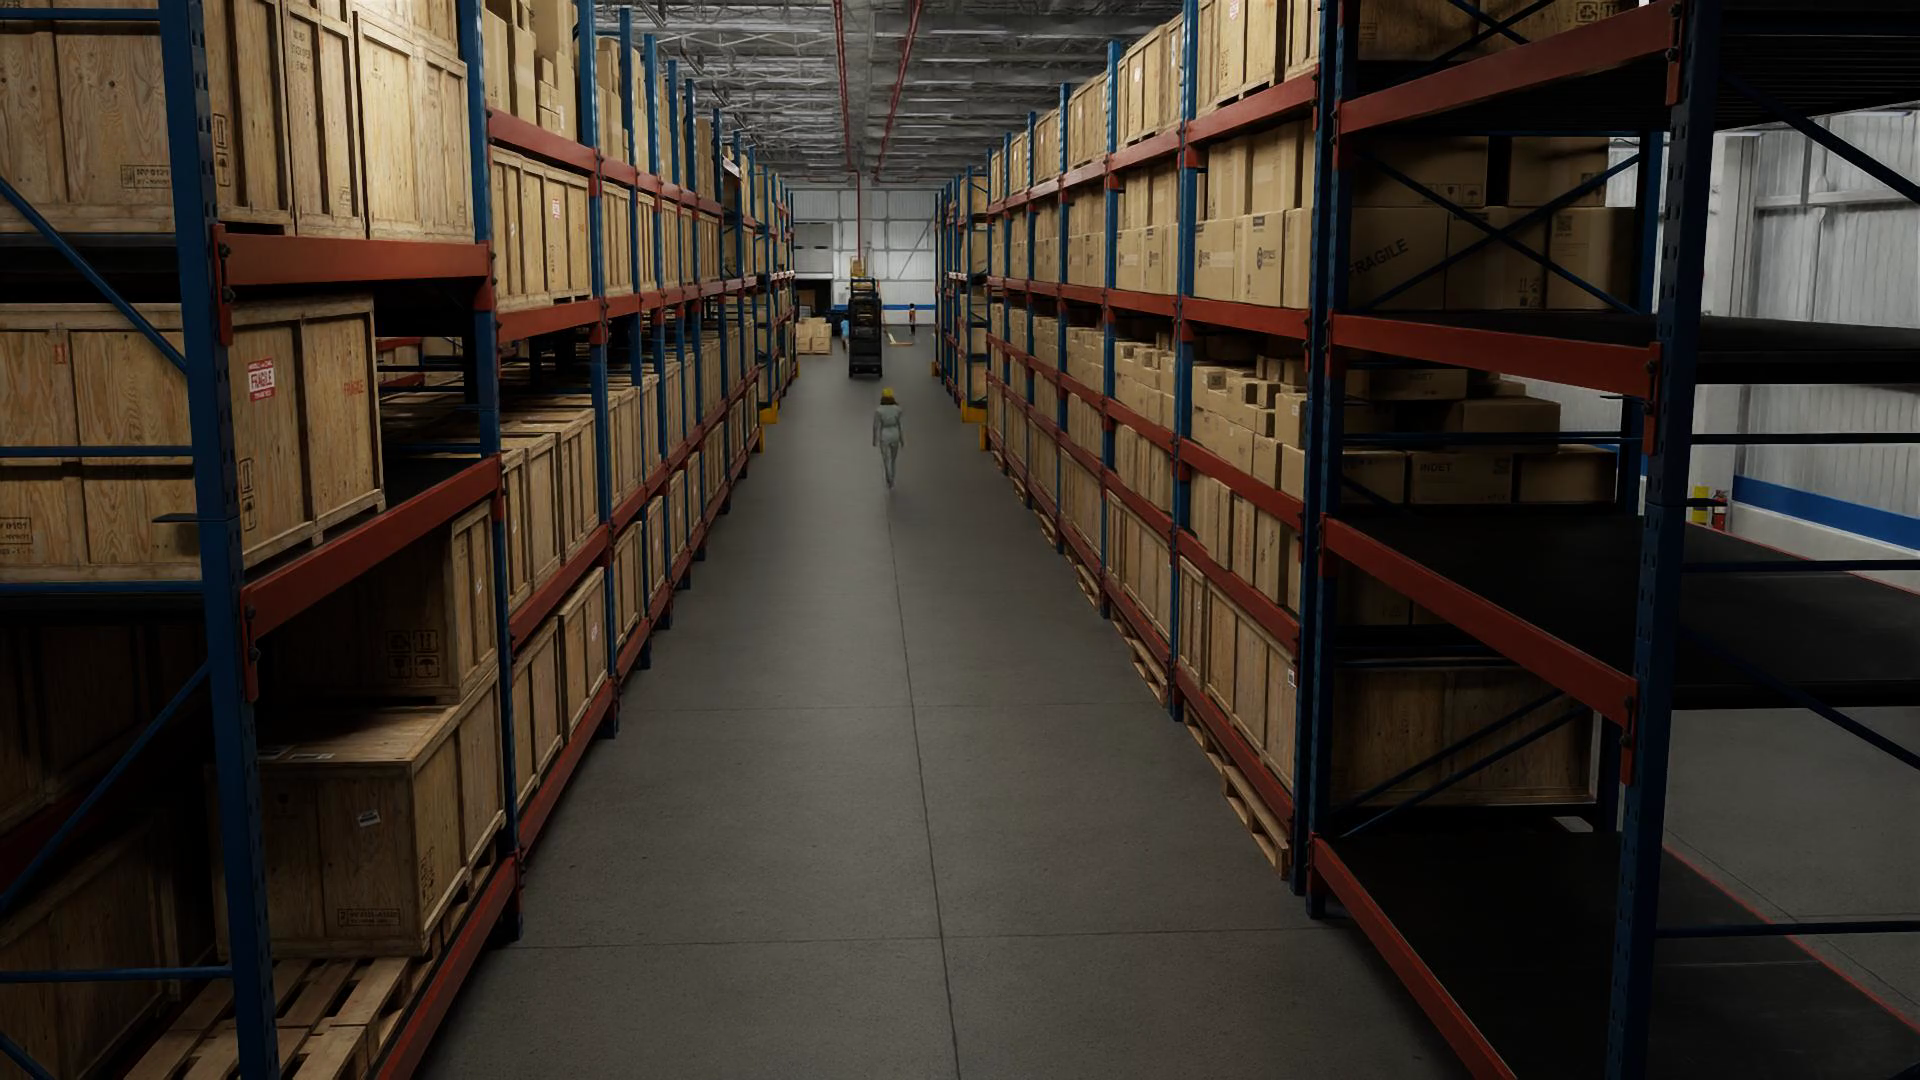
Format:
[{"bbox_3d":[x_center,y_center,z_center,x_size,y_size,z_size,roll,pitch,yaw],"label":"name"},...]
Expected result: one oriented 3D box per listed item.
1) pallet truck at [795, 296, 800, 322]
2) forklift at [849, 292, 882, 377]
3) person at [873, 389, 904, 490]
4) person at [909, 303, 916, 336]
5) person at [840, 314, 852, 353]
[{"bbox_3d":[-8.622,-12.439,91.403,1.885,1.965,0.823,2,10,13],"label":"pallet truck"},{"bbox_3d":[-3.189,-6.935,55.896,1.129,2.768,1.873,-1,10,-3],"label":"forklift"},{"bbox_3d":[-1.227,-1.718,28.247,0.504,1.688,0.895,-3,10,-18],"label":"person"},{"bbox_3d":[-2.487,-11.502,86.736,0.319,1.688,0.540,3,10,19],"label":"person"},{"bbox_3d":[-4.752,-8.644,69.692,0.532,1.677,0.642,-4,10,-21],"label":"person"}]
